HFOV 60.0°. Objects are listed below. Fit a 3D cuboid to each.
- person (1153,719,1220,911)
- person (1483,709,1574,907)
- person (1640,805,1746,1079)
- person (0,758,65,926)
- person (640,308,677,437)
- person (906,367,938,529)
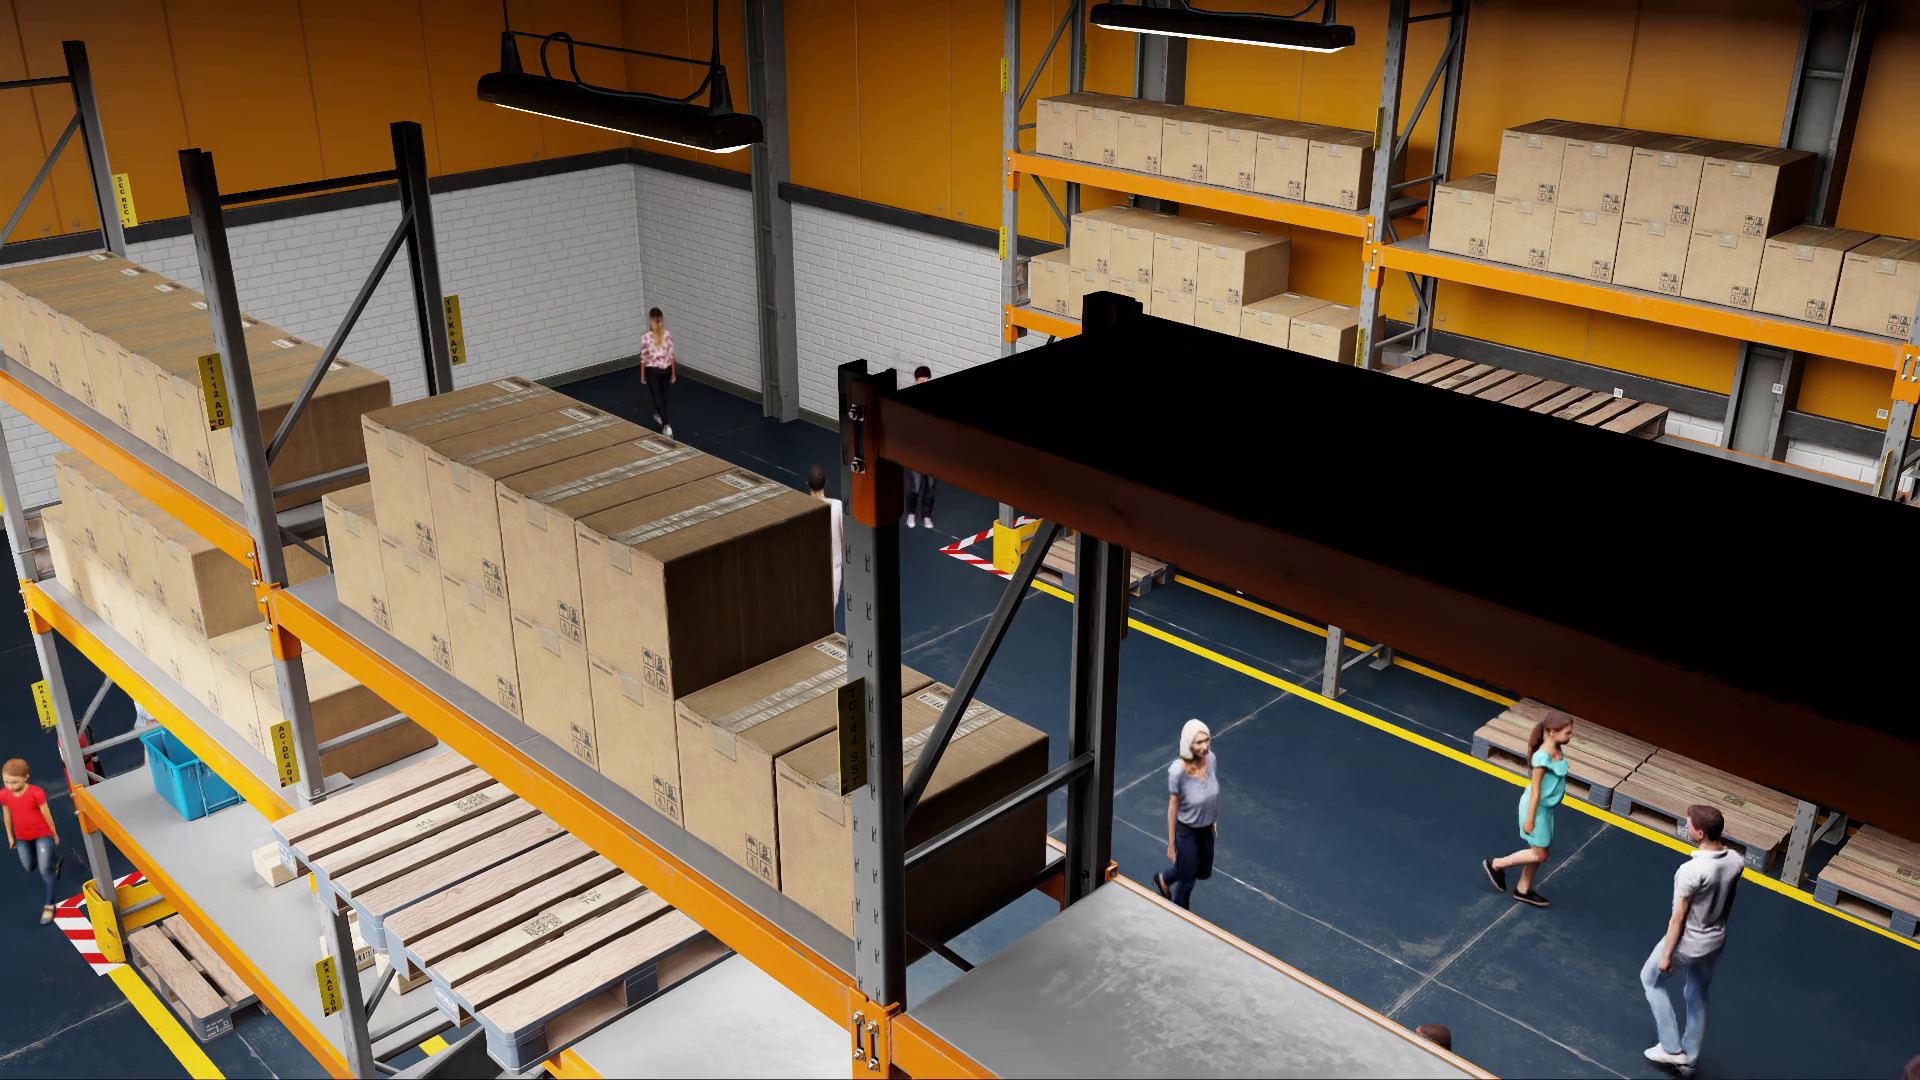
[{"bbox_3d":[1.536,1.959,11.433,0.648,1.712,0.843,-17,29,-33],"label":"person"},{"bbox_3d":[4.042,1.883,11.815,0.759,1.544,0.636,18,29,35],"label":"person"},{"bbox_3d":[4.511,2.492,10.065,0.792,1.831,0.763,-11,26,-23],"label":"person"},{"bbox_3d":[-6.506,2.046,11.763,0.765,1.288,0.847,-1,24,-1],"label":"person"},{"bbox_3d":[-3.748,-2.067,20.791,0.801,1.593,1.154,-12,26,-25],"label":"person"},{"bbox_3d":[-0.414,-1.032,18.116,0.779,1.839,0.776,-7,25,-15],"label":"person"}]
